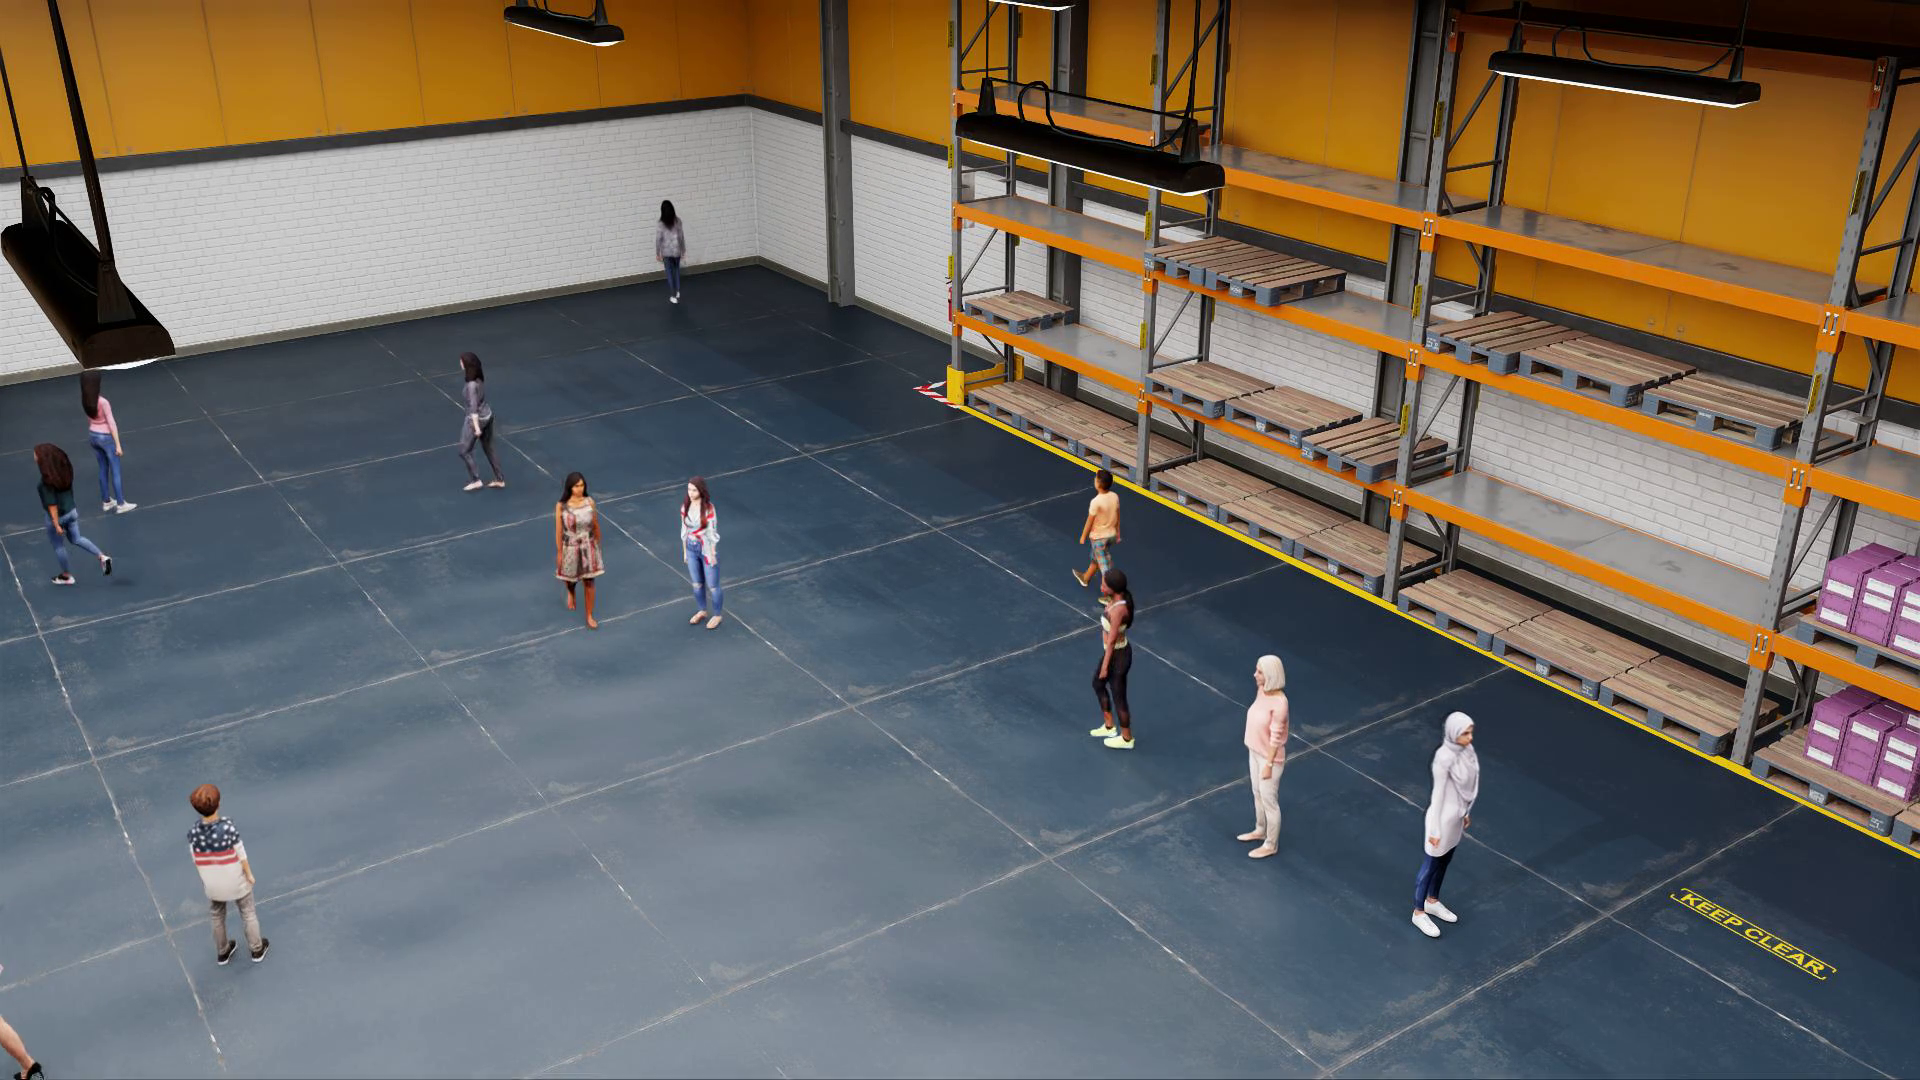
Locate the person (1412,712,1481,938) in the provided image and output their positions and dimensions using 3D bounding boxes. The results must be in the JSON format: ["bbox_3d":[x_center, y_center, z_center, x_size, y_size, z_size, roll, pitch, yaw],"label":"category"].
[{"bbox_3d":[3.547,2.042,12.141,0.641,1.775,0.574,-20,31,-38],"label":"person"}]

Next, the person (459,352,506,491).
[{"bbox_3d":[-5.724,-1.423,20.109,0.860,1.744,0.804,3,24,7],"label":"person"}]

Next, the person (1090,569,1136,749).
[{"bbox_3d":[1.456,1.053,14.452,0.796,1.737,0.736,5,24,12],"label":"person"}]

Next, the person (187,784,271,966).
[{"bbox_3d":[-5.236,2.376,11.801,0.594,1.436,0.618,-1,24,-2],"label":"person"}]

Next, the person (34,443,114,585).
[{"bbox_3d":[-9.445,-0.262,17.629,0.994,1.602,0.943,3,24,7],"label":"person"}]

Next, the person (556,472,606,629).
[{"bbox_3d":[-3.878,0.066,16.836,0.710,1.635,0.831,-12,26,-25],"label":"person"}]

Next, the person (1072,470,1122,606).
[{"bbox_3d":[1.538,0.006,17.236,0.646,1.425,1.006,-21,31,-39],"label":"person"}]

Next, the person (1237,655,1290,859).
[{"bbox_3d":[2.414,1.674,13.047,0.722,1.724,0.581,-5,24,-12],"label":"person"}]

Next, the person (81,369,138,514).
[{"bbox_3d":[-10.067,-1.176,19.546,0.611,1.742,0.722,10,26,22],"label":"person"}]

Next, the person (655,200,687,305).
[{"bbox_3d":[-4.828,-4.820,27.906,0.686,1.723,0.707,-11,26,-24],"label":"person"}]

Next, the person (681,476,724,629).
[{"bbox_3d":[-2.586,0.110,16.766,0.613,1.612,0.720,10,26,22],"label":"person"}]
